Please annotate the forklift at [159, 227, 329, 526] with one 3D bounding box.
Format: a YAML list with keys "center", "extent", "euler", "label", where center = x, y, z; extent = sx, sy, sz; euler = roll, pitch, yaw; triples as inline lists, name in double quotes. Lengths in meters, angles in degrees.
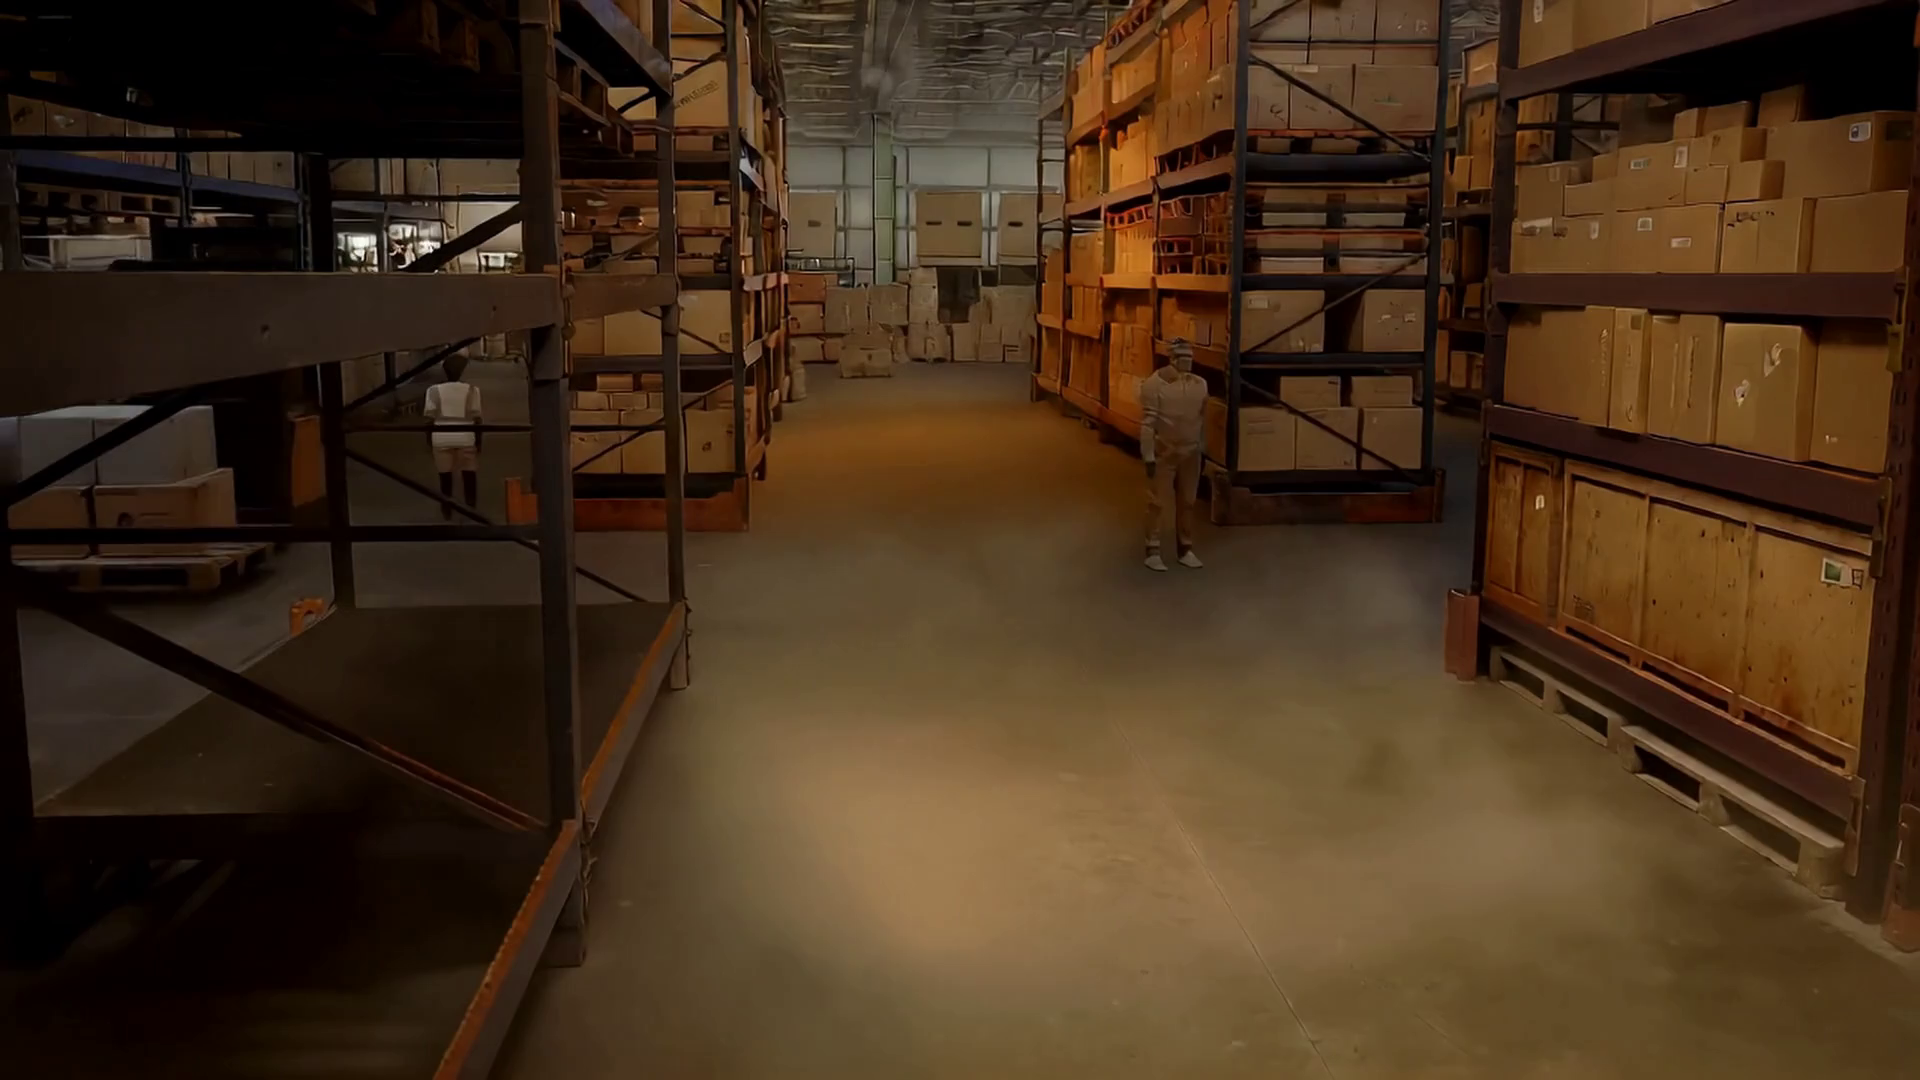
- center: [-6.532, -1.396, 14.898]
  extent: [1.129, 2.768, 1.873]
  euler: [-1, 9, -4]
  label: "forklift"

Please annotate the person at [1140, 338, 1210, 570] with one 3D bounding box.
- center: [1.784, -0.702, 13.633]
  extent: [0.647, 1.900, 0.401]
  euler: [-4, 10, -24]
  label: "person"

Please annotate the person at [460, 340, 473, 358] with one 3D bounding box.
- center: [-14.273, -6.155, 47.898]
  extent: [0.337, 1.882, 0.584]
  euler: [8, 12, 42]
  label: "person"

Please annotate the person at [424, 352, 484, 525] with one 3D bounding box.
- center: [-4.763, -0.927, 15.691]
  extent: [0.548, 1.674, 0.508]
  euler: [-2, 9, -13]
  label: "person"

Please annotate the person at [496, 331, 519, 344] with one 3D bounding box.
- center: [-15.711, -7.780, 57.608]
  extent: [1.043, 2.000, 0.706]
  euler: [3, 10, 20]
  label: "person"
